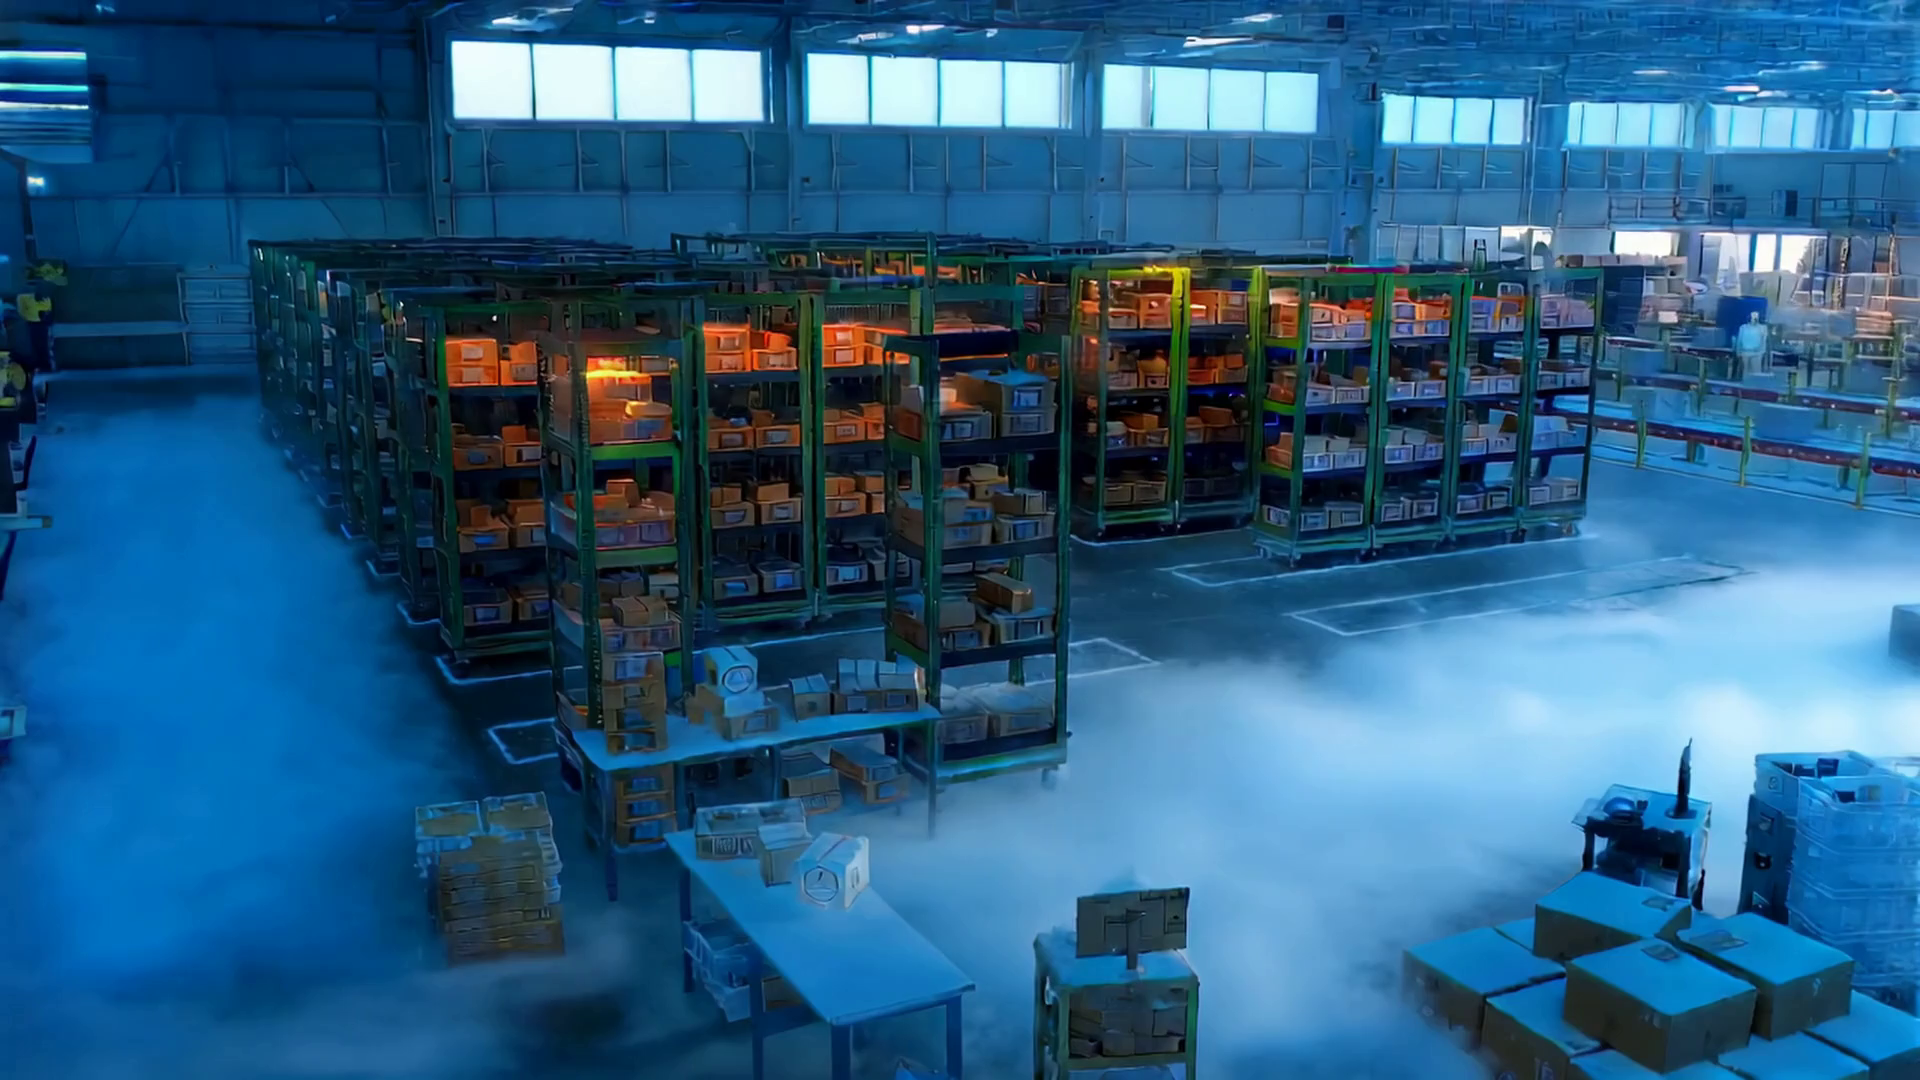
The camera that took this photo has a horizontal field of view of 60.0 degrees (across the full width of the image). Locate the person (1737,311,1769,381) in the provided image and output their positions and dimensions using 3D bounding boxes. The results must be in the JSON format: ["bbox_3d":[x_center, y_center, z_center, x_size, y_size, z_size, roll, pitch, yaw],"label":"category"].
[{"bbox_3d":[17.928,-4.243,37.686,0.639,1.897,0.397,12,17,43],"label":"person"}]

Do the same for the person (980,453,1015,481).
[{"bbox_3d":[0.573,-1.282,23.589,0.609,1.997,0.375,0,12,-1],"label":"person"}]

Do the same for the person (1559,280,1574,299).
[{"bbox_3d":[17.532,-6.615,48.455,0.427,2.026,0.620,-4,13,-16],"label":"person"}]
